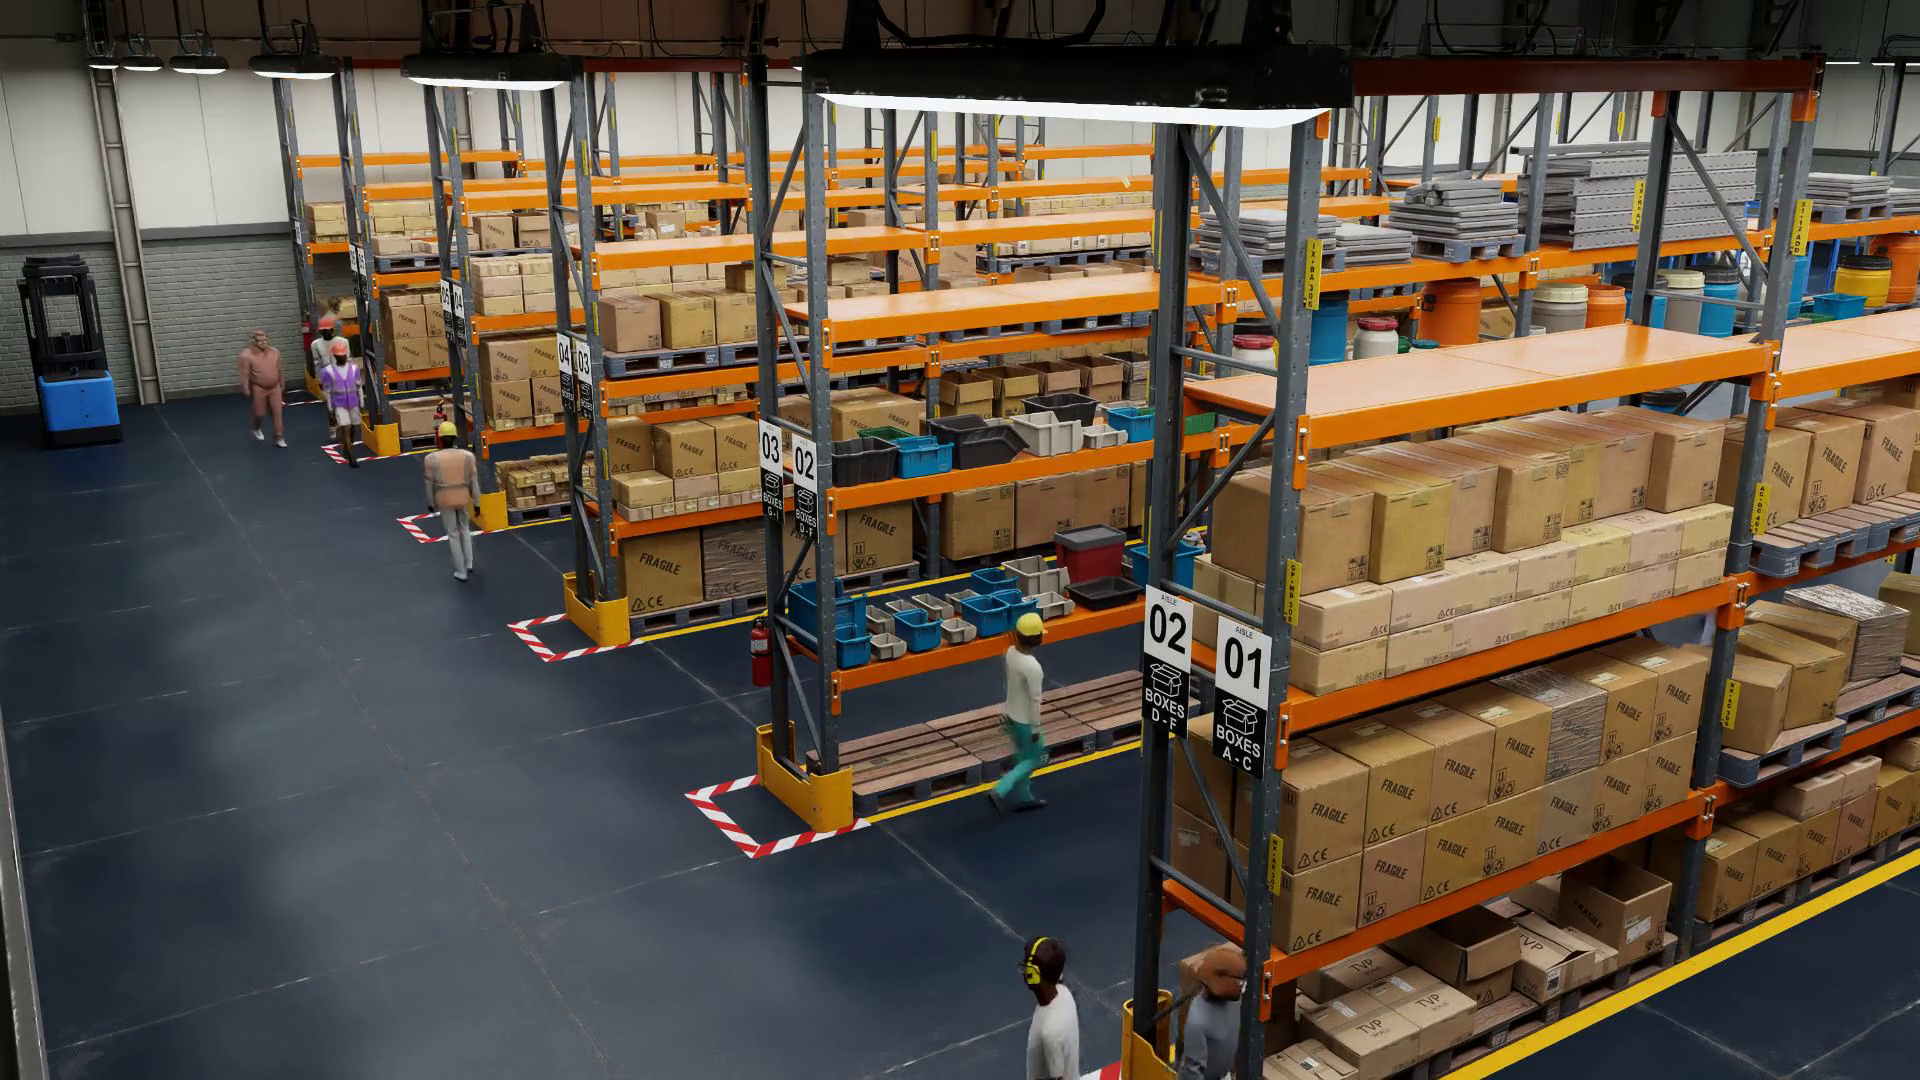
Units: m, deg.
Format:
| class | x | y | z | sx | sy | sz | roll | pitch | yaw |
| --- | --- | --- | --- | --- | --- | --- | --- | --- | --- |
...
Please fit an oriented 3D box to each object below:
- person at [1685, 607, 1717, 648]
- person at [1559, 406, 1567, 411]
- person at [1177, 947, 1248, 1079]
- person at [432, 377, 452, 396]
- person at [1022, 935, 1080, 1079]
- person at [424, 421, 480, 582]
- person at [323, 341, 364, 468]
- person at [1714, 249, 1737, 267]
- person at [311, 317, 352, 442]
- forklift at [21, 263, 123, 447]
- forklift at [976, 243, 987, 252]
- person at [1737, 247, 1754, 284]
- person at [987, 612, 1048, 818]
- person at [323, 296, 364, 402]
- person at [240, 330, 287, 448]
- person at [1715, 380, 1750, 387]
| class | x | y | z | sx | sy | sz | roll | pitch | yaw |
| --- | --- | --- | --- | --- | --- | --- | --- | --- | --- |
| person | 7.217 | 0.702 | 15.184 | 0.889 | 1.728 | 0.539 | -8 | 19 | -24 |
| person | 10.082 | -2.833 | 26.449 | 0.592 | 1.922 | 0.392 | 2 | 17 | 6 |
| person | 1.287 | 2.856 | 8.325 | 0.573 | 1.600 | 0.683 | -14 | 22 | -39 |
| person | -8.841 | -2.832 | 26.936 | 0.424 | 1.617 | 0.522 | -11 | 20 | -31 |
| person | 0.419 | 2.865 | 7.903 | 0.435 | 1.834 | 0.561 | 3 | 17 | 9 |
| person | -6.033 | -0.467 | 18.734 | 0.583 | 1.901 | 0.596 | -11 | 20 | -31 |
| person | -9.380 | -2.097 | 24.048 | 0.549 | 1.919 | 0.717 | -12 | 21 | -35 |
| person | 18.862 | -6.623 | 39.043 | 0.633 | 1.822 | 0.534 | -16 | 23 | -41 |
| person | -10.244 | -2.679 | 25.838 | 0.611 | 2.000 | 1.076 | -4 | 17 | -13 |
| forklift | -14.518 | -3.079 | 25.708 | 1.129 | 2.768 | 1.873 | -10 | 20 | -31 |
| forklift | 0.988 | -5.474 | 34.718 | 1.214 | 2.155 | 2.313 | -10 | 20 | -31 |
| person | 18.900 | -6.297 | 37.774 | 0.542 | 1.939 | 0.362 | 3 | 17 | 9 |
| person | 0.476 | 1.428 | 12.773 | 0.534 | 1.755 | 0.528 | -8 | 19 | -24 |
| person | -11.141 | -3.426 | 28.416 | 0.823 | 1.905 | 0.651 | -4 | 18 | -14 |
| person | -11.137 | -2.434 | 25.214 | 0.660 | 1.884 | 0.687 | 16 | 23 | 42 |
| person | 14.752 | -3.823 | 29.852 | 0.955 | 1.845 | 0.578 | 3 | 17 | 10 |
